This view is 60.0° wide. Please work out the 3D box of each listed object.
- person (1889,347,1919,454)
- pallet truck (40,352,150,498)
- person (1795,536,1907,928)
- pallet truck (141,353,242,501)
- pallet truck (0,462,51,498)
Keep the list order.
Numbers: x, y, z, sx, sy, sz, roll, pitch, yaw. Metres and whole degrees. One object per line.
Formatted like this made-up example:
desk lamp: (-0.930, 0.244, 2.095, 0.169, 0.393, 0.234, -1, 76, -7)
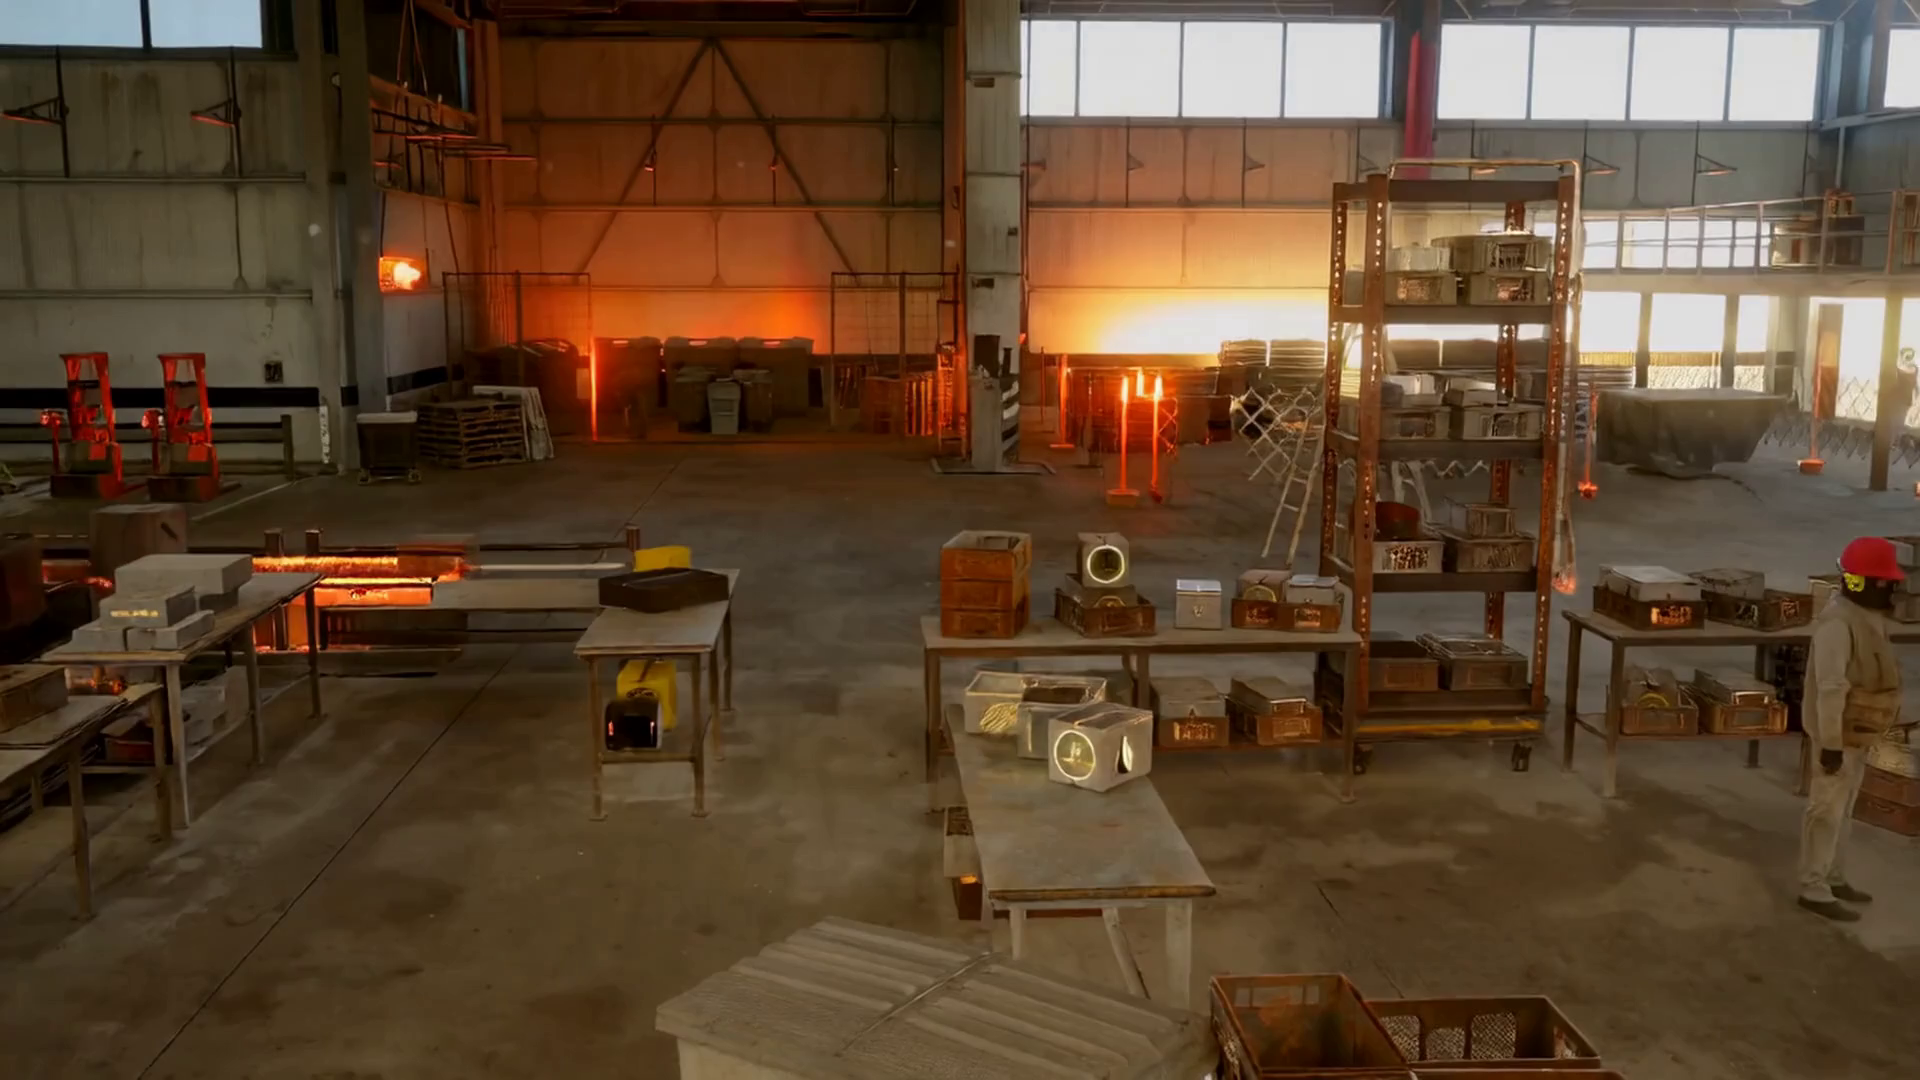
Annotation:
person: (16.103, -2.357, 28.248, 0.541, 1.801, 0.924, -1, 9, -6)
pallet truck: (-11.907, -1.642, 23.165, 0.823, 1.965, 1.885, 0, 9, 0)
person: (4.185, 0.883, 7.836, 0.404, 1.827, 0.599, 8, 12, 41)
pallet truck: (-10.520, -1.604, 22.925, 0.823, 1.965, 1.885, -1, 9, -6)
pallet truck: (-13.193, -1.293, 23.148, 0.653, 1.274, 1.630, -1, 9, -4)
